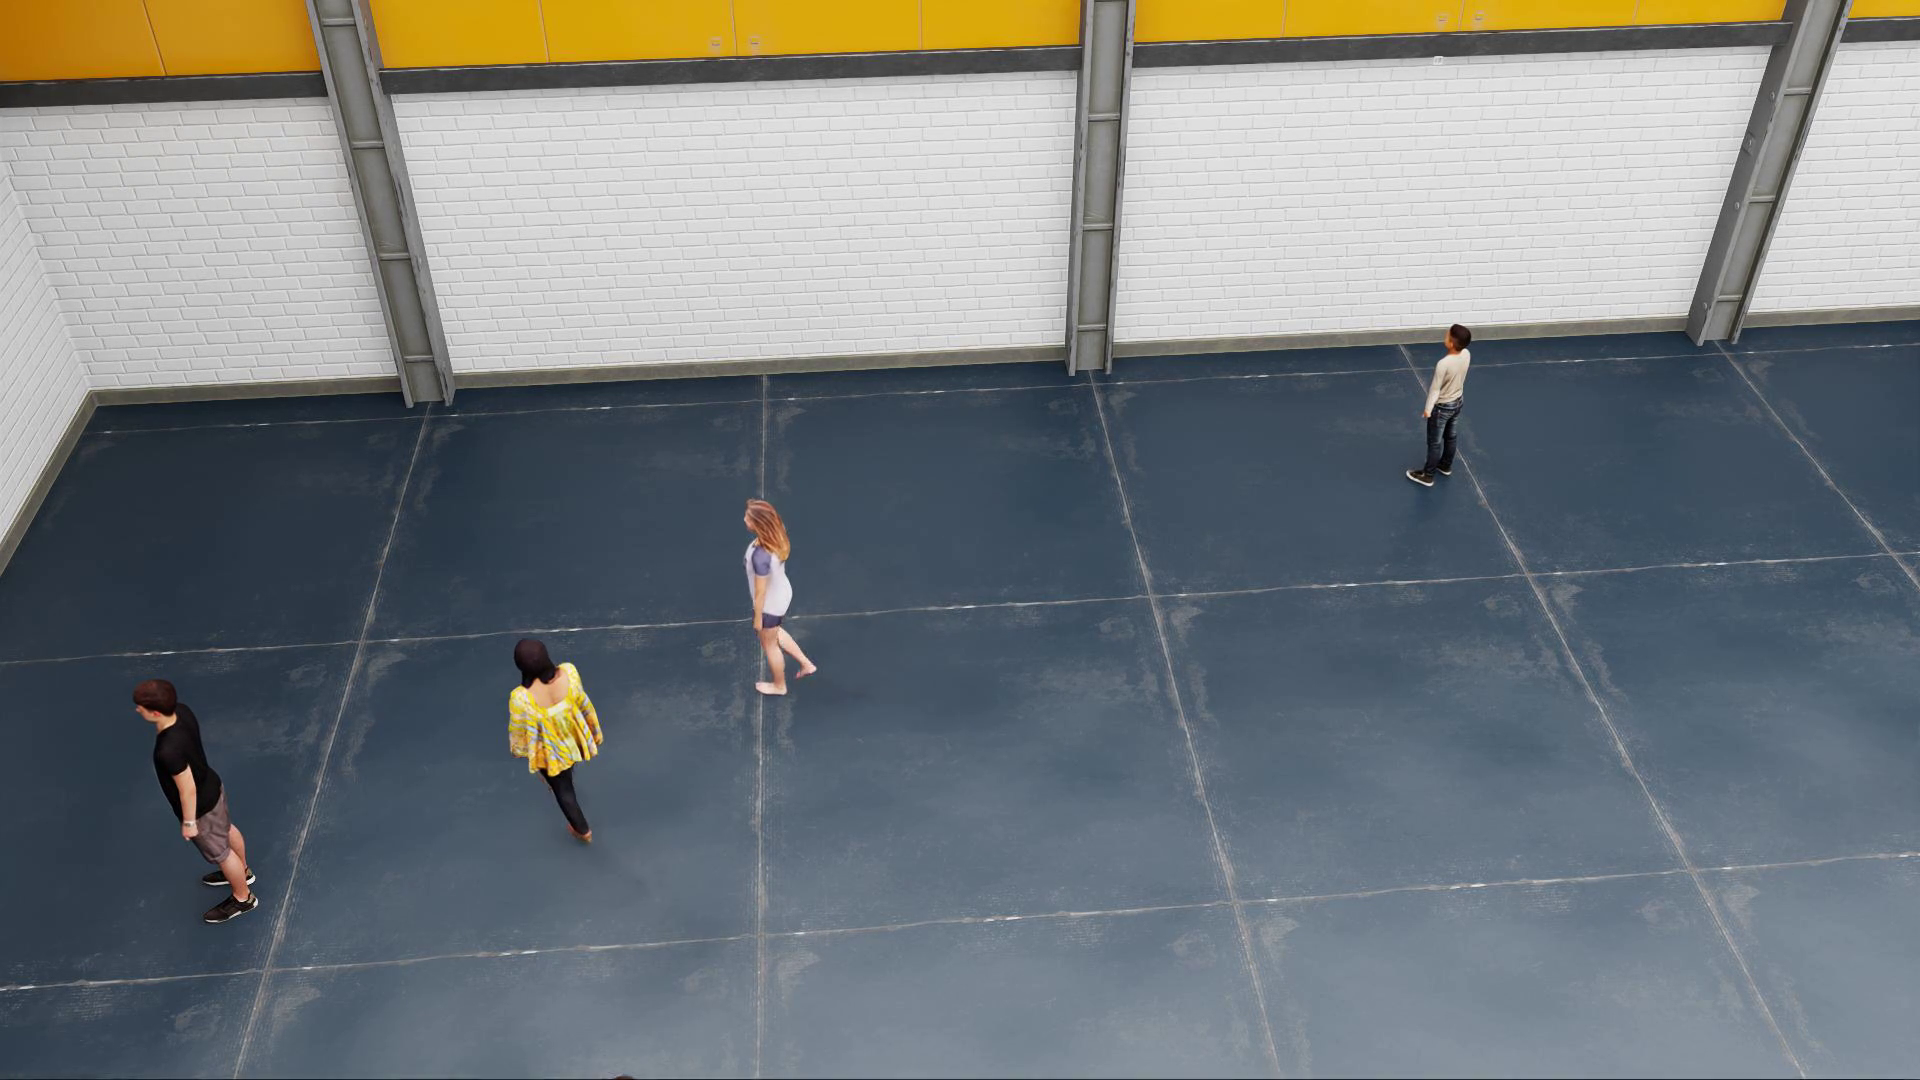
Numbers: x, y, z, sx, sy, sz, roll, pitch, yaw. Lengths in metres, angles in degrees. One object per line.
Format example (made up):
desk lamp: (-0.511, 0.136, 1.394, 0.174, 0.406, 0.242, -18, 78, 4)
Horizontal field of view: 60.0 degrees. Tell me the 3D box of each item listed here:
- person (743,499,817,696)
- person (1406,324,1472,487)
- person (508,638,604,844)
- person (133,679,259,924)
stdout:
person: (-1.231, 0.423, 11.528, 0.755, 1.723, 0.702, 7, 39, 9)
person: (3.999, -1.116, 13.666, 0.584, 1.459, 0.674, -27, 46, -30)
person: (-2.503, 1.316, 10.480, 0.974, 1.634, 1.021, -32, 48, -33)
person: (-4.592, 1.539, 10.019, 0.664, 1.862, 0.729, -11, 40, -14)
